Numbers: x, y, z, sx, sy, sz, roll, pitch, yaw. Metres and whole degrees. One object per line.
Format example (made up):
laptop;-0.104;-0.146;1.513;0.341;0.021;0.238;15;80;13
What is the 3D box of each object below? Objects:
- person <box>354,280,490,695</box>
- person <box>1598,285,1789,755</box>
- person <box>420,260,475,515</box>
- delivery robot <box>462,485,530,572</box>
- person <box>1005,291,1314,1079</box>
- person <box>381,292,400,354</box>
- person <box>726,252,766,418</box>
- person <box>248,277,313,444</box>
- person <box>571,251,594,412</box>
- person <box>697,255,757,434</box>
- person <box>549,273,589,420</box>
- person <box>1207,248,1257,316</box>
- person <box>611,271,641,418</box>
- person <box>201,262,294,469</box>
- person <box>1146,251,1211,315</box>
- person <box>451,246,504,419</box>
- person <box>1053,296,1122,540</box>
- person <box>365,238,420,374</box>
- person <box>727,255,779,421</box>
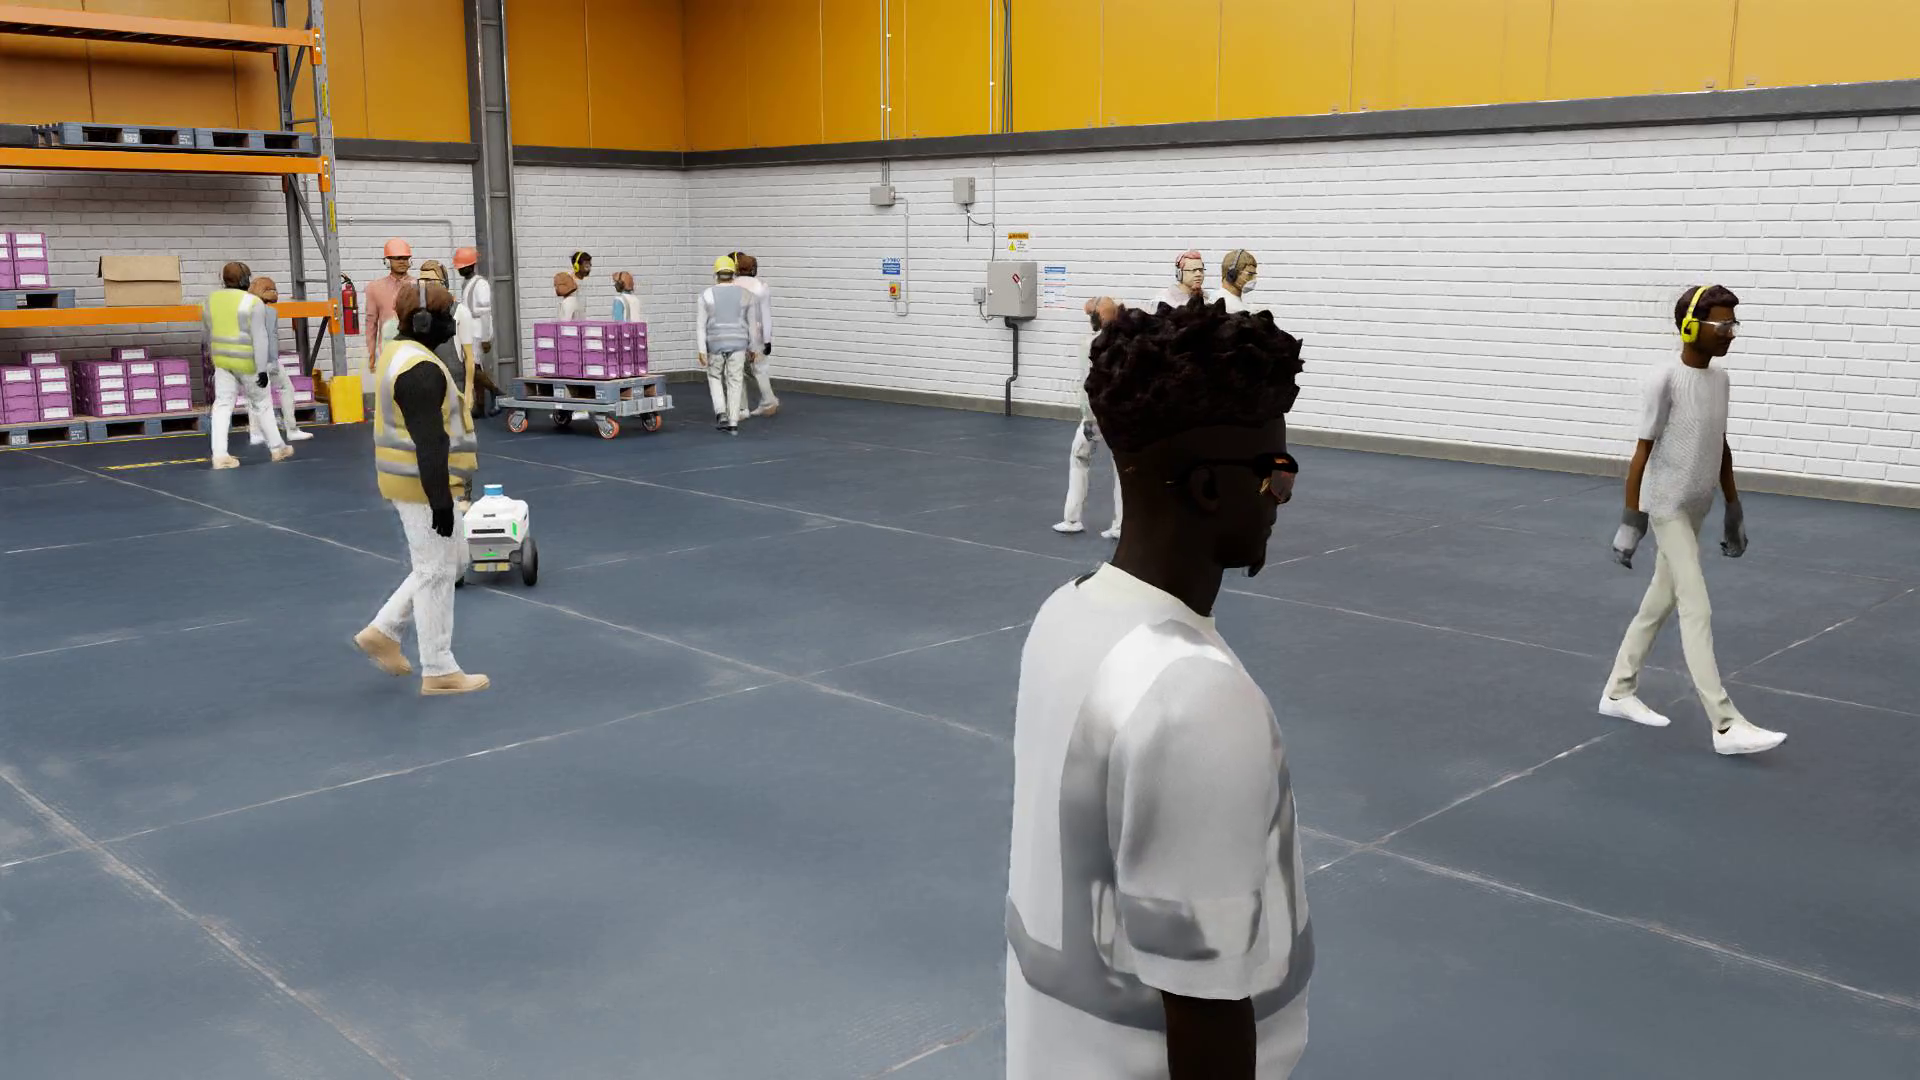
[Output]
person;-2.362;-0.212;7.286;0.498;1.831;0.630;-4;11;-21
person;2.948;-0.083;6.597;0.553;1.827;0.883;-8;13;-37
person;-3.770;-1.095;12.048;0.513;1.845;0.339;1;10;6
delivery robot;-2.738;-0.083;9.794;0.477;0.478;0.707;-2;10;-9
person;0.257;0.684;2.039;0.397;1.959;0.620;-2;11;-9
person;-4.350;-1.210;13.252;0.507;1.631;0.265;3;11;16
person;-2.388;-2.260;18.450;0.509;1.839;0.539;2;11;13
person;-6.677;-1.749;16.232;0.525;1.605;0.694;8;13;38
person;-4.368;-2.382;19.119;0.601;1.837;0.653;-2;11;-12
person;-2.371;-1.979;16.936;0.617;1.814;0.439;-2;11;-13
person;-4.343;-2.109;18.192;0.574;1.609;0.510;-2;11;-12
person;1.797;-0.960;11.075;0.373;1.935;0.628;4;11;20
person;-3.693;-2.138;18.328;0.389;1.624;0.544;3;11;17
person;-6.311;-1.541;14.635;0.644;1.792;0.948;2;11;13
person;1.675;-1.160;12.234;0.643;1.909;0.410;-6;12;-29
person;-5.290;-2.243;18.165;0.533;1.898;0.643;-7;12;-32
person;0.909;-0.814;11.139;0.504;1.612;0.679;-8;13;-37
person;-4.964;-1.677;14.811;0.622;1.994;0.378;-2;11;-12
person;-2.314;-2.223;18.337;0.646;1.790;0.938;2;11;11
